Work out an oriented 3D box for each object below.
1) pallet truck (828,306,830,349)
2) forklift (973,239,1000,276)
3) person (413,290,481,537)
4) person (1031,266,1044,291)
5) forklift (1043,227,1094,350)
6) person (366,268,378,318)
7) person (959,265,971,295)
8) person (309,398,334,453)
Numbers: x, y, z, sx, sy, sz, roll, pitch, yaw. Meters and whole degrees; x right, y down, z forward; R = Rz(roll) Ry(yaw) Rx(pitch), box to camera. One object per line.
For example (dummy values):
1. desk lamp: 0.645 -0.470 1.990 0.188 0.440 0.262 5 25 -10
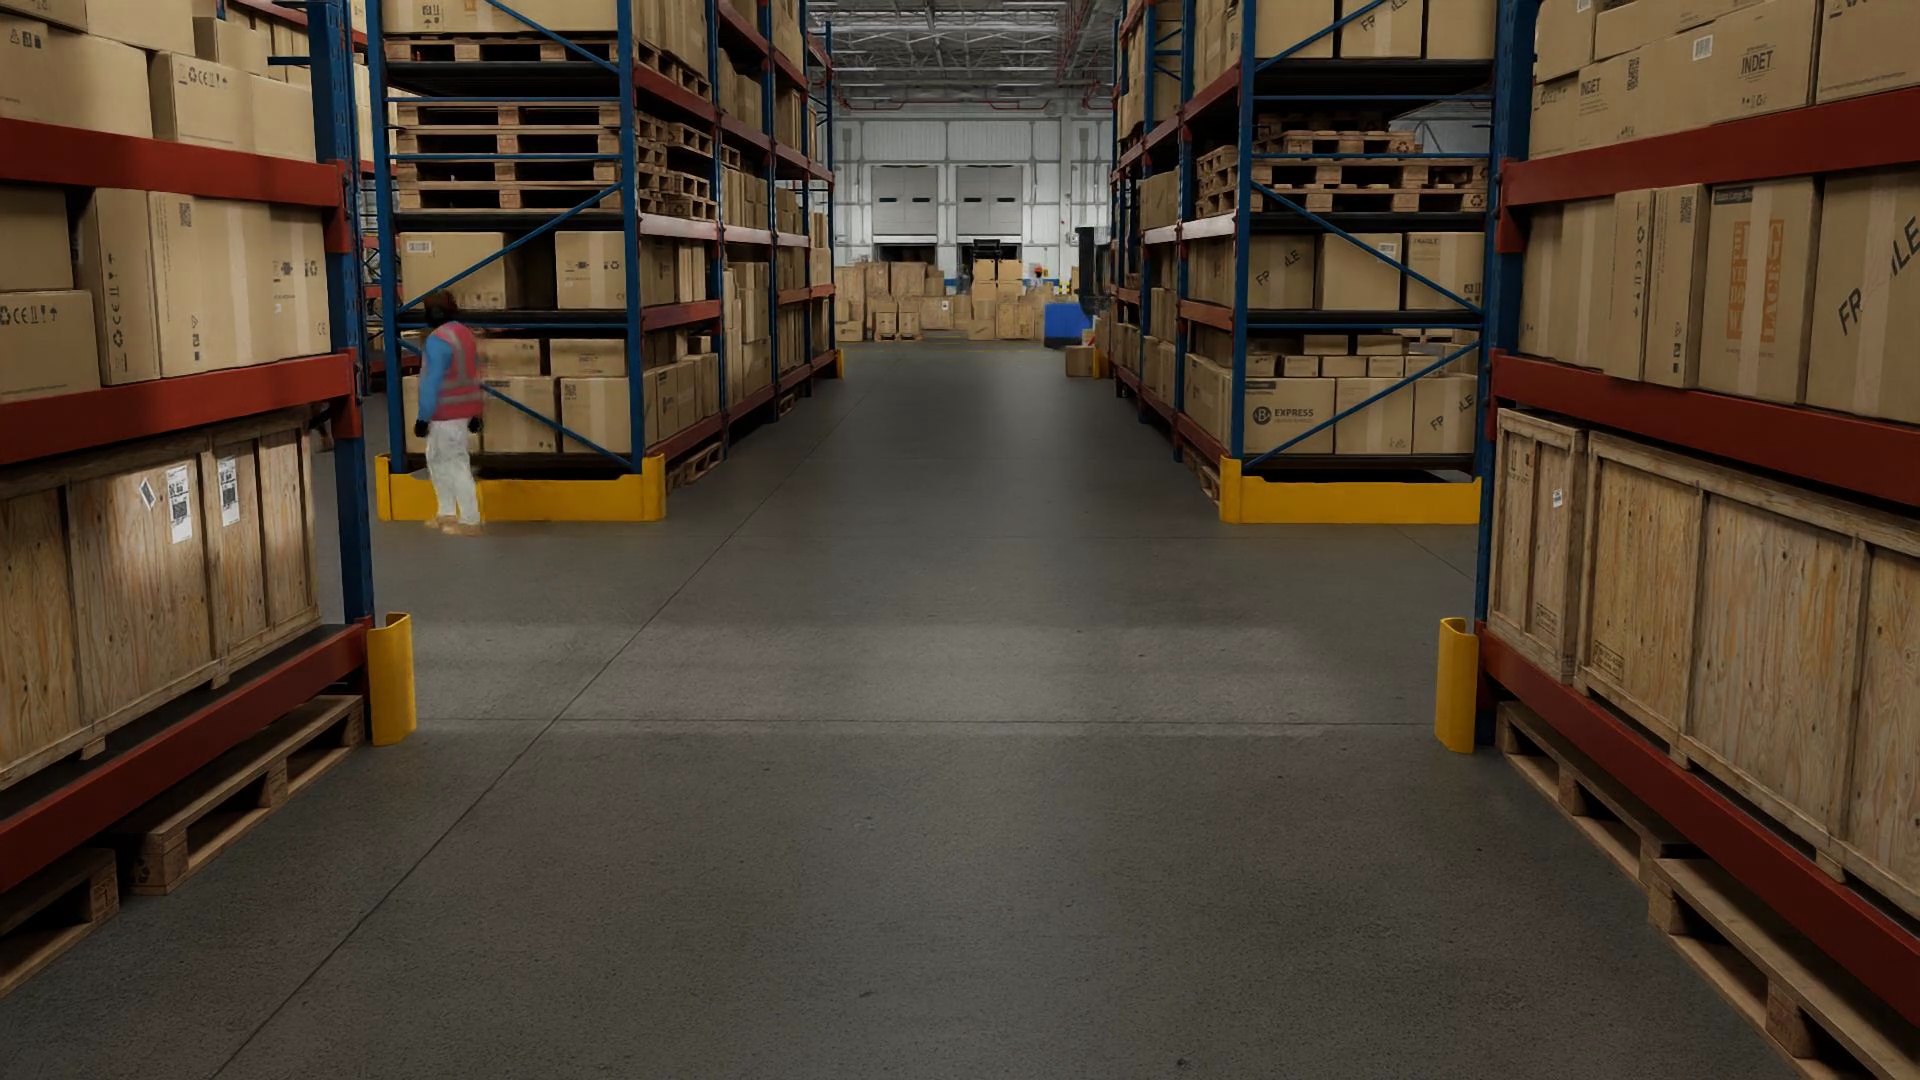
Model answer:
1. pallet truck: -3.100 -3.940 29.800 1.885 1.965 0.823 3 10 19
2. forklift: 0.932 -9.093 58.027 1.129 2.768 1.873 0 9 1
3. person: -3.842 -0.919 12.247 0.652 1.821 0.630 0 9 0
4. person: 2.447 -7.658 52.291 0.665 1.922 0.564 9 13 44
5. forklift: 2.871 -5.787 38.227 1.873 2.768 1.129 0 9 1
6. person: -21.637 -9.096 61.147 0.339 1.842 0.507 -1 10 -6
7. person: 0.195 -9.320 62.259 0.640 1.927 0.510 -7 12 -35
8. person: -6.787 -1.878 17.424 0.618 2.016 0.907 1 10 5
